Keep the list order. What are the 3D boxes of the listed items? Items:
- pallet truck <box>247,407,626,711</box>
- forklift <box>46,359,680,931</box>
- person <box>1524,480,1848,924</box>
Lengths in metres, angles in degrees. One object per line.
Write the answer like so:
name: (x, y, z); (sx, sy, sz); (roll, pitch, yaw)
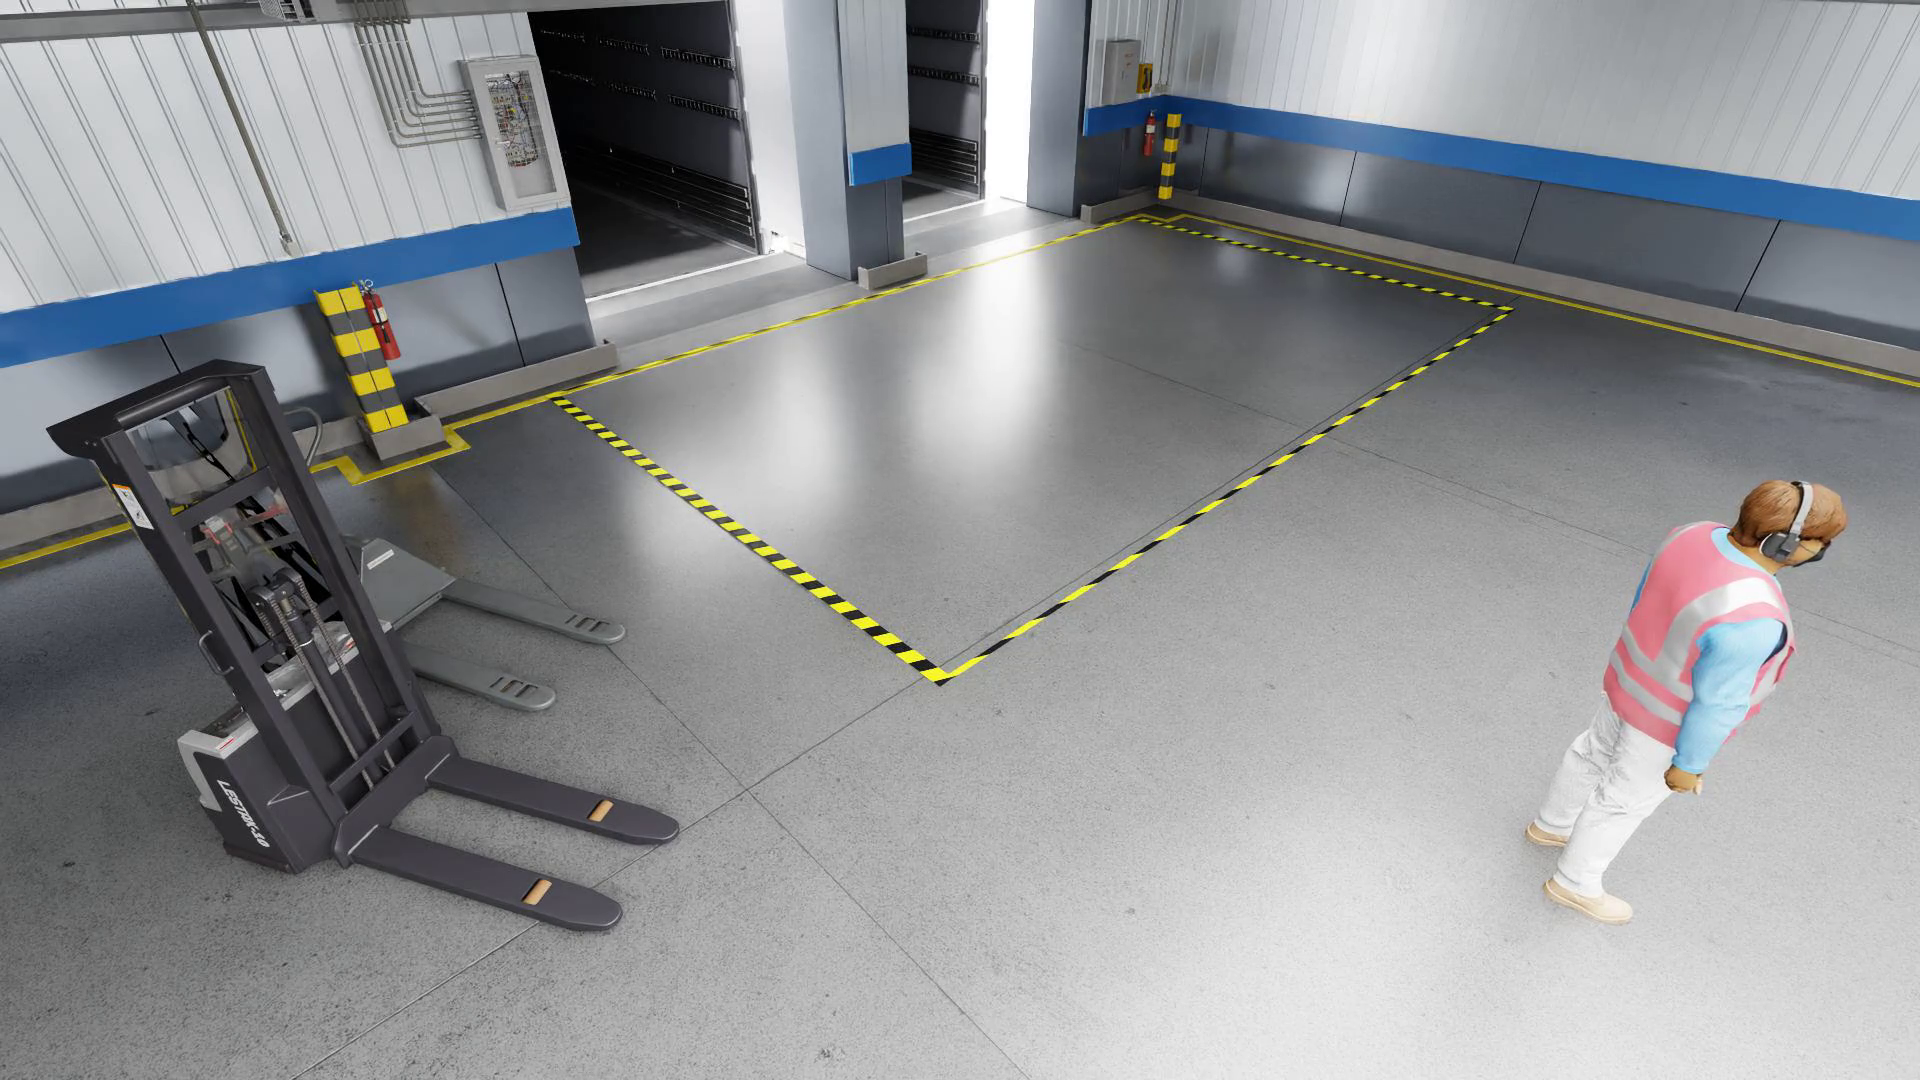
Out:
pallet truck: (-2.628, 0.038, 4.590); (1.601, 1.201, 0.680); (12, 36, 18)
forklift: (-2.135, 0.422, 3.354); (1.885, 1.965, 0.823); (10, 35, 14)
person: (2.505, 0.593, 3.240); (0.429, 1.841, 0.633); (9, 35, 13)
